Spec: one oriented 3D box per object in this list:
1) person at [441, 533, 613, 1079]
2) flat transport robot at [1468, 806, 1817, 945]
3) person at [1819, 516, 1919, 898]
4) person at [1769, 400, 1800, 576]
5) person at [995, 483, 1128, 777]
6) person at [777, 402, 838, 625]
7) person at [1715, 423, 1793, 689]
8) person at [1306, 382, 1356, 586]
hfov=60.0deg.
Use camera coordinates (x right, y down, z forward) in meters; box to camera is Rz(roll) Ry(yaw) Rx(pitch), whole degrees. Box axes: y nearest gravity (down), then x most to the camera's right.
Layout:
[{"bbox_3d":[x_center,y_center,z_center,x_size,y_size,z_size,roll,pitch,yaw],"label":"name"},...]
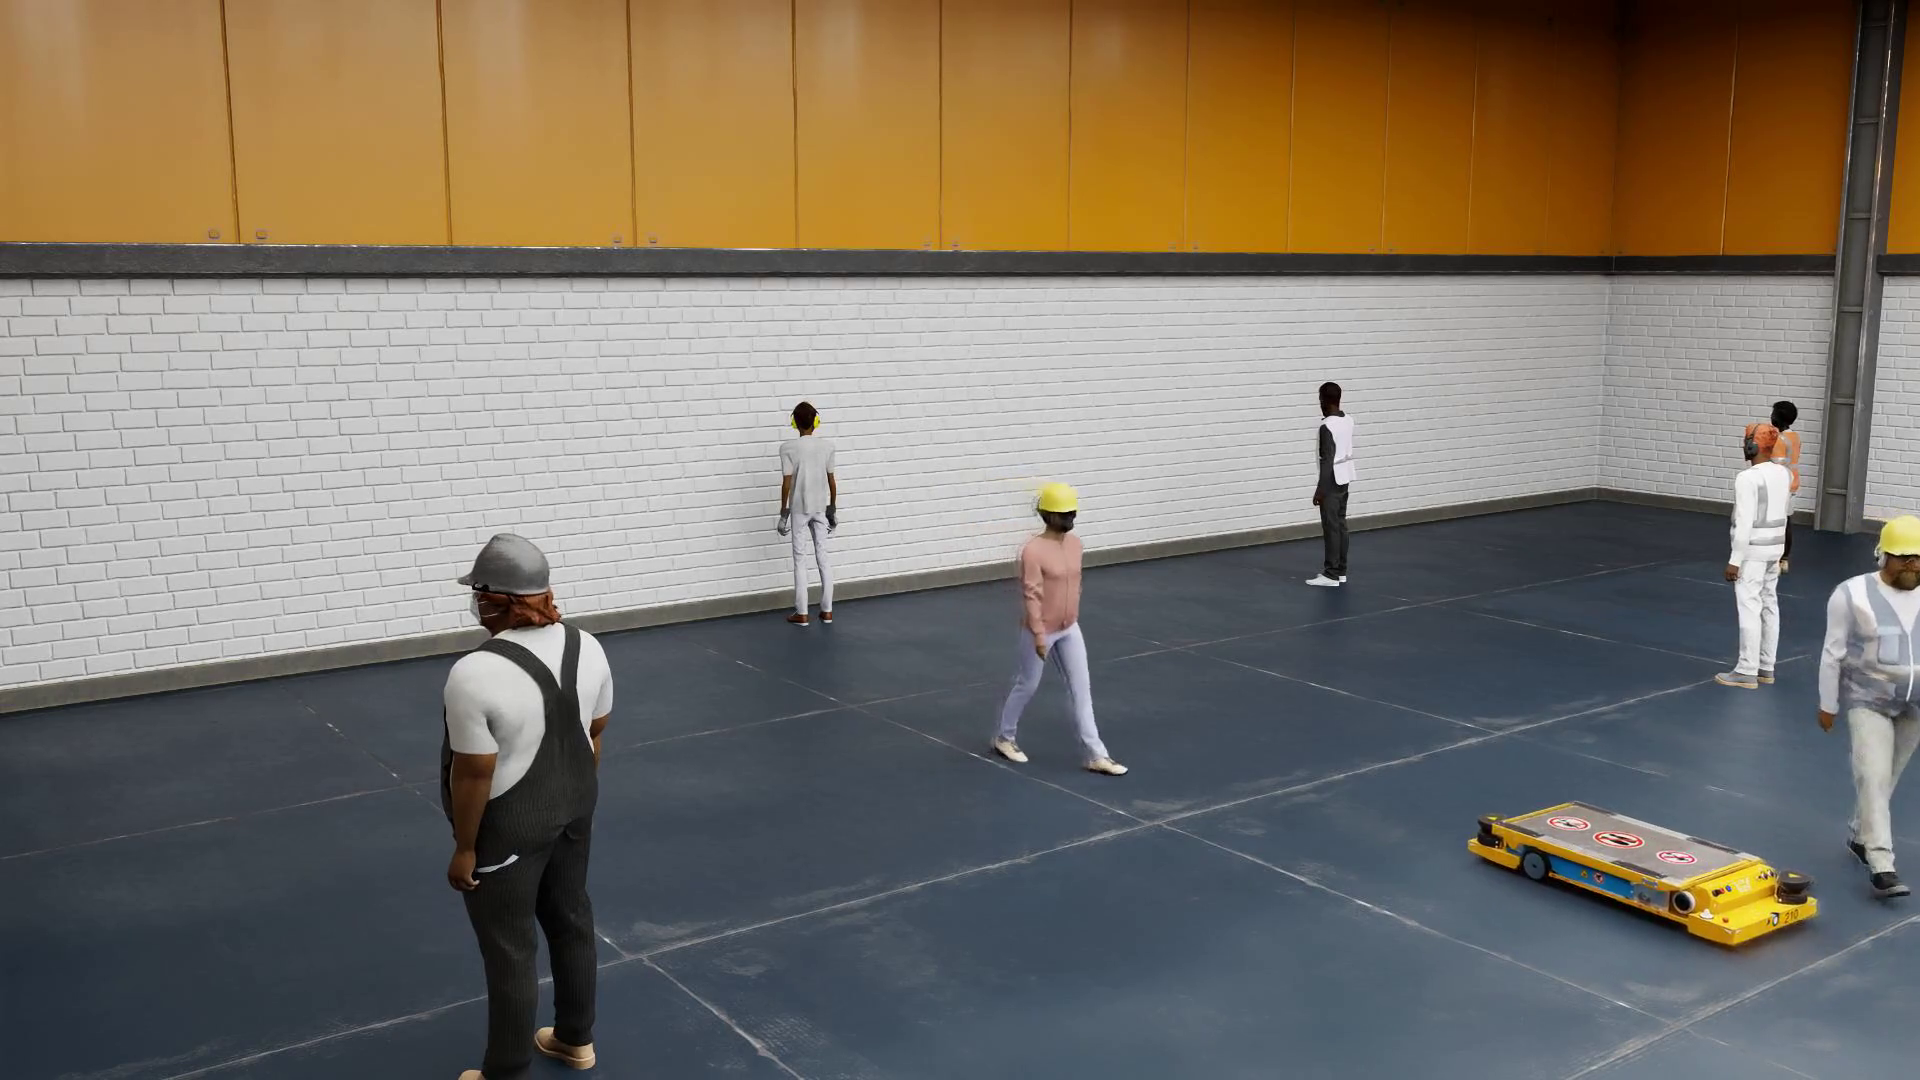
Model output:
[{"bbox_3d":[-1.597,0.979,5.947,0.537,2.000,0.682,6,11,31],"label":"person"},{"bbox_3d":[3.213,1.540,7.927,0.652,0.197,1.431,-6,11,-33],"label":"flat transport robot"},{"bbox_3d":[4.466,0.785,7.889,0.614,1.787,0.886,1,9,5],"label":"person"},{"bbox_3d":[7.946,-0.503,16.125,0.318,1.700,0.581,8,12,41],"label":"person"},{"bbox_3d":[0.556,0.513,9.804,0.531,1.720,0.879,-8,12,-41],"label":"person"},{"bbox_3d":[-1.275,-0.218,13.878,0.535,1.862,0.313,-5,10,-27],"label":"person"},{"bbox_3d":[5.635,0.111,11.786,0.576,1.881,0.354,-6,11,-33],"label":"person"},{"bbox_3d":[3.498,-0.520,15.586,0.390,1.914,0.587,6,11,32],"label":"person"}]
